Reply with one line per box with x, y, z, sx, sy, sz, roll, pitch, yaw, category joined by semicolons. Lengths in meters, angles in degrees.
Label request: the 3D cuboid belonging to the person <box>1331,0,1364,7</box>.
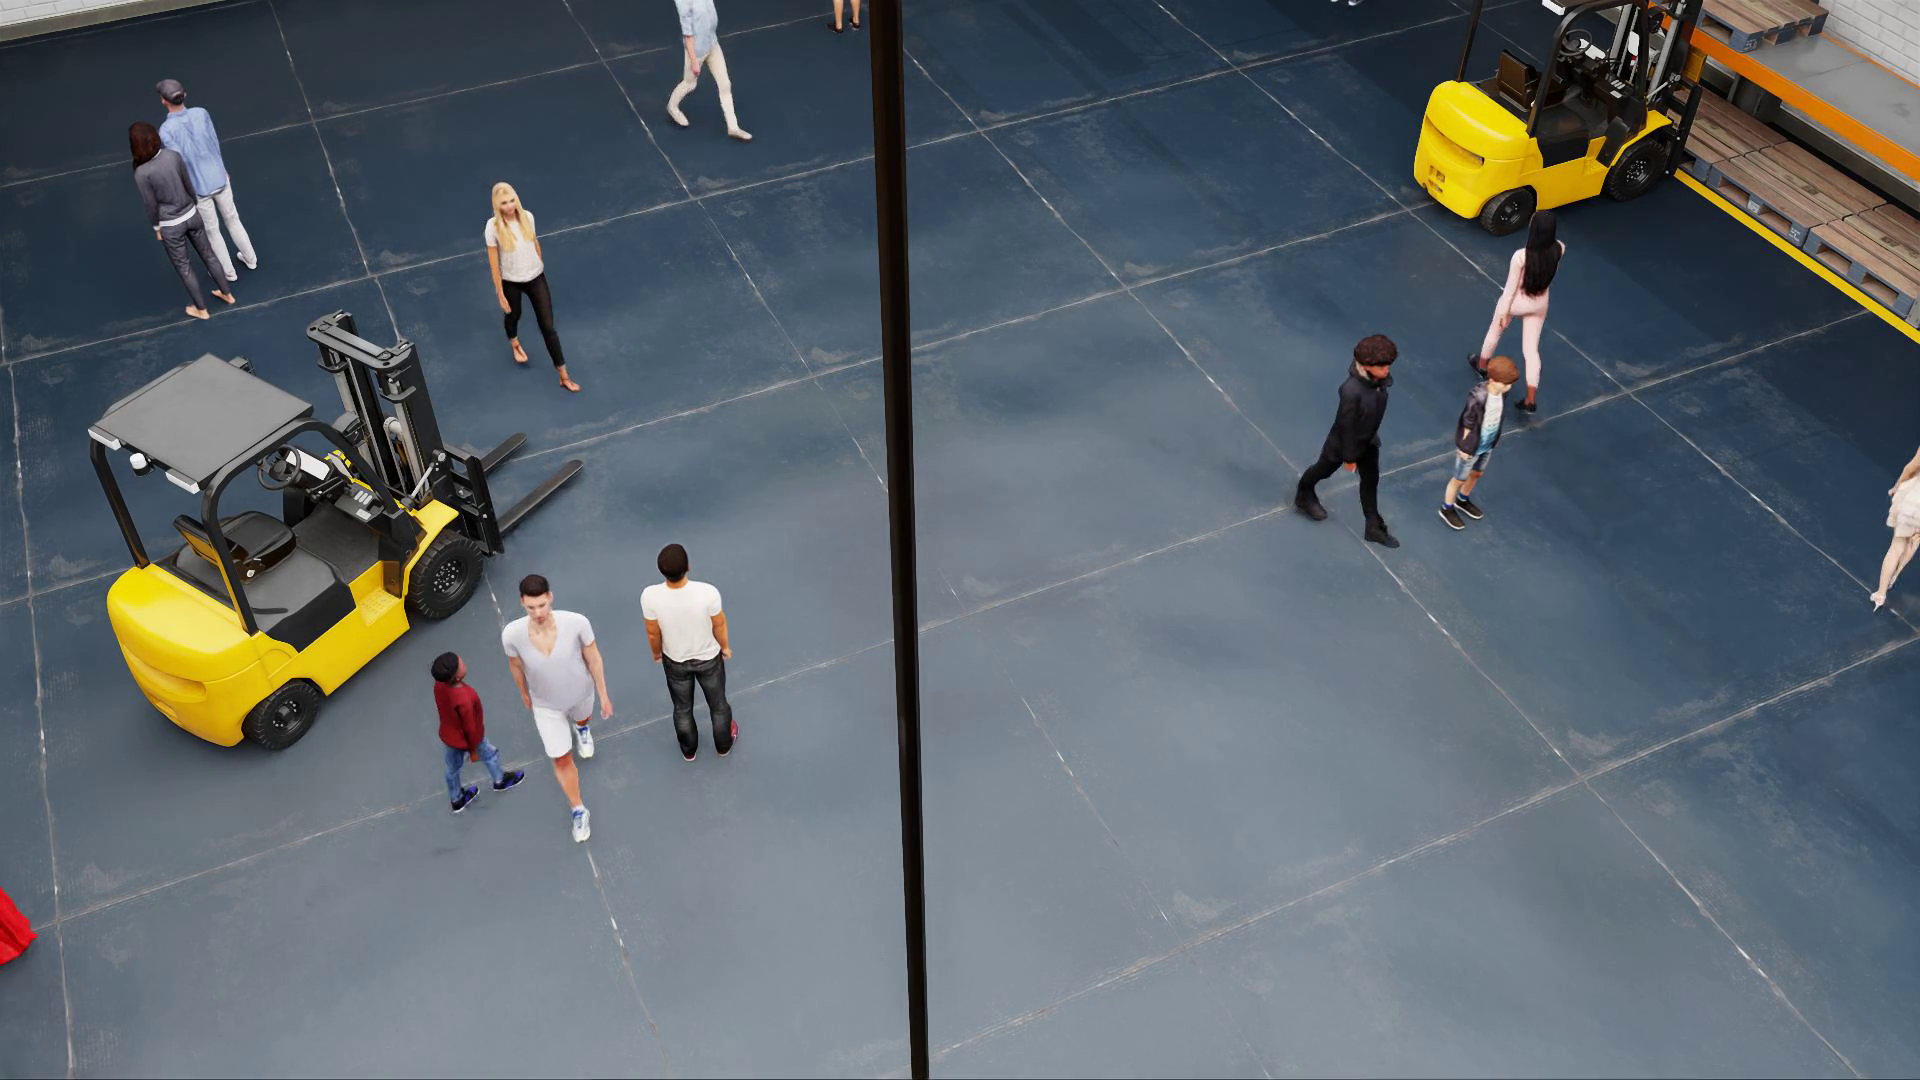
4.311;-6.691;18.104;0.661;1.698;0.742;22;48;22;person

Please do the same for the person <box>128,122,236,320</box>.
-6.489;-2.665;13.820;0.692;1.767;0.677;23;48;22;person

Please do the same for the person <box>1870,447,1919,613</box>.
6.469;-0.153;11.213;0.695;1.727;0.760;18;46;18;person

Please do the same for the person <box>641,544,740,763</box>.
-1.663;0.699;10.269;0.704;1.804;0.660;-3;44;-4;person

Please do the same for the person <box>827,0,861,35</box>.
-1.255;-6.261;17.538;0.610;1.846;0.546;-21;48;-21;person

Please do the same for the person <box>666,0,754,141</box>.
-2.561;-4.731;15.955;1.305;1.813;1.117;22;48;22;person

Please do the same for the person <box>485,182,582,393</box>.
-3.528;-2.055;13.175;0.845;1.774;1.248;-29;51;-27;person

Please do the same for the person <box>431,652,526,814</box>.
-3.079;1.223;10.129;0.728;1.228;0.737;28;50;26;person

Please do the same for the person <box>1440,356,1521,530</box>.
3.739;-0.729;12.017;0.557;1.450;0.561;-23;48;-22;person

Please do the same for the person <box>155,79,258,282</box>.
-6.430;-3.060;14.147;0.754;1.887;0.744;26;49;24;person

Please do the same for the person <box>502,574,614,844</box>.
-2.410;0.848;10.101;0.819;1.810;1.267;-11;45;-12;person

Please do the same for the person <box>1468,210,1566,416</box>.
4.432;-1.751;12.919;0.785;1.687;1.196;-10;44;-10;person

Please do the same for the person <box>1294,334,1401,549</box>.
2.717;-0.755;11.845;0.851;1.725;1.171;-33;52;-30;person
